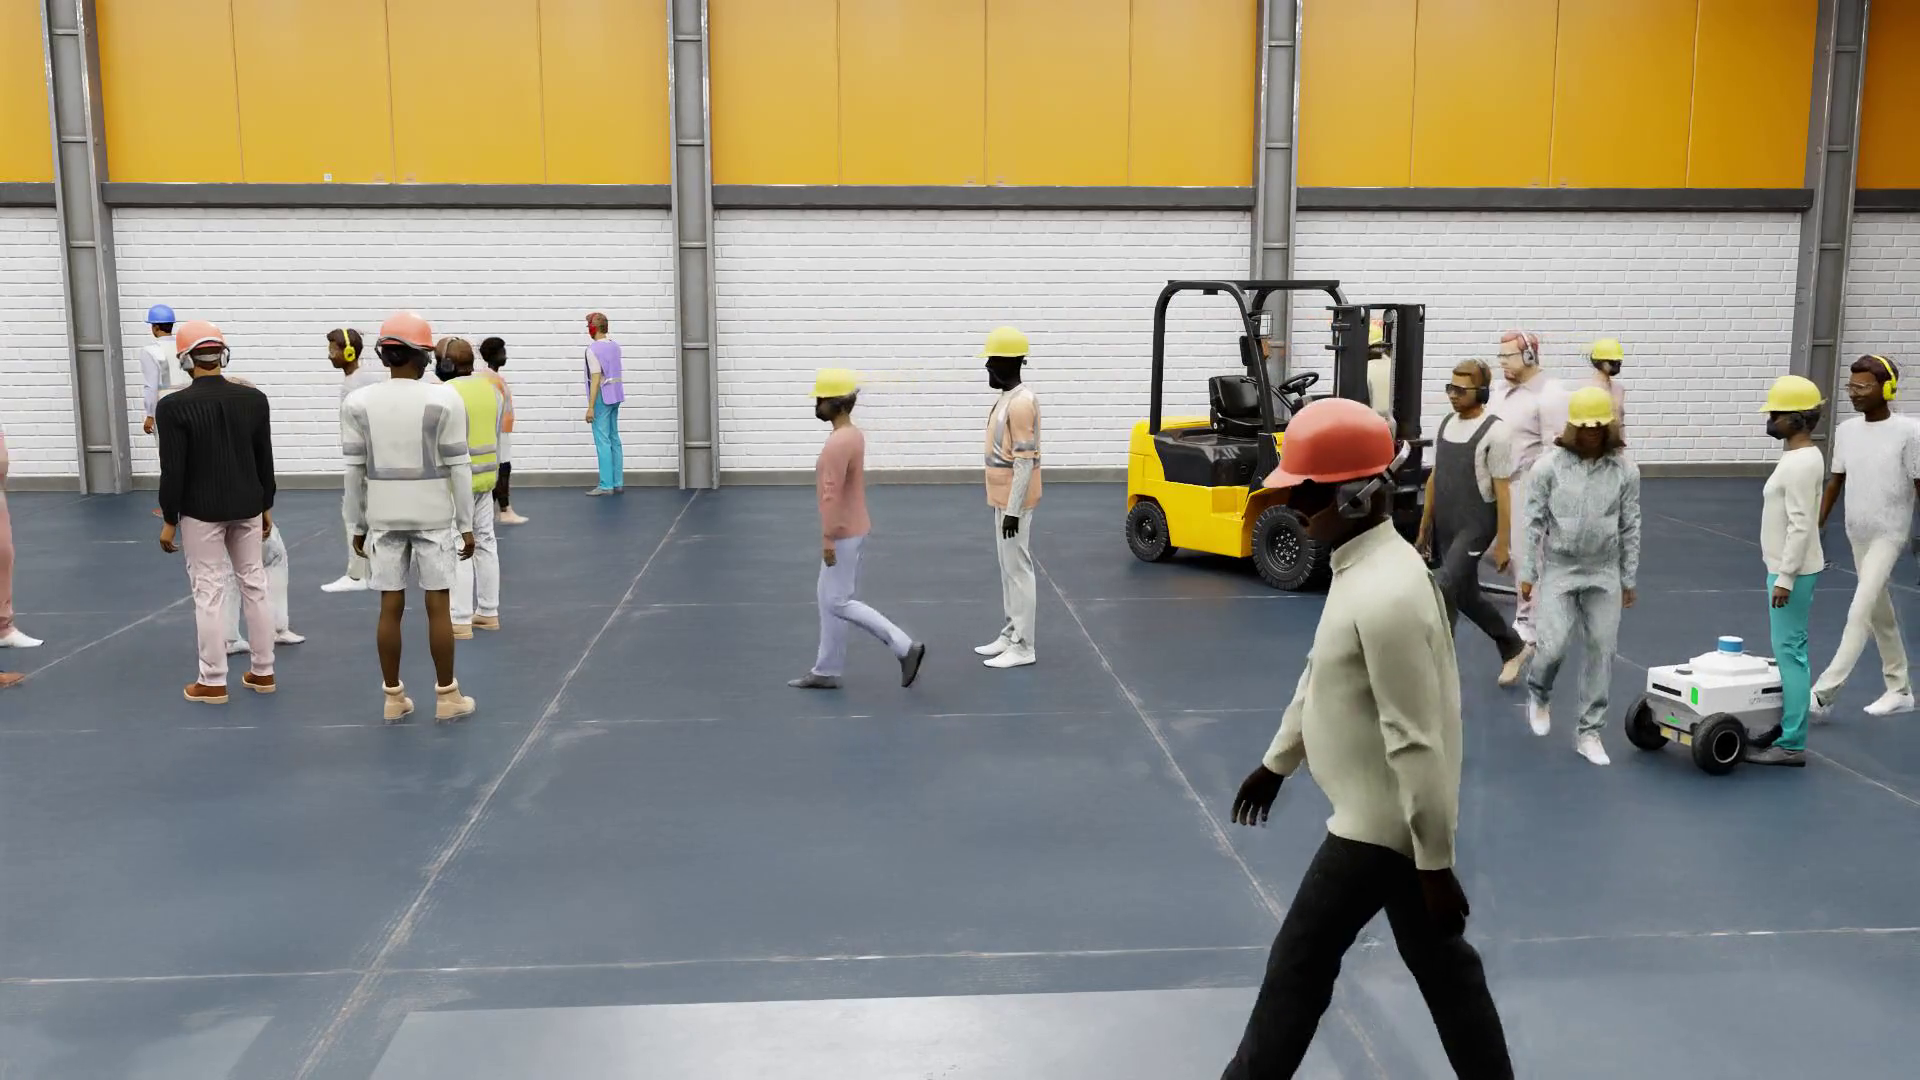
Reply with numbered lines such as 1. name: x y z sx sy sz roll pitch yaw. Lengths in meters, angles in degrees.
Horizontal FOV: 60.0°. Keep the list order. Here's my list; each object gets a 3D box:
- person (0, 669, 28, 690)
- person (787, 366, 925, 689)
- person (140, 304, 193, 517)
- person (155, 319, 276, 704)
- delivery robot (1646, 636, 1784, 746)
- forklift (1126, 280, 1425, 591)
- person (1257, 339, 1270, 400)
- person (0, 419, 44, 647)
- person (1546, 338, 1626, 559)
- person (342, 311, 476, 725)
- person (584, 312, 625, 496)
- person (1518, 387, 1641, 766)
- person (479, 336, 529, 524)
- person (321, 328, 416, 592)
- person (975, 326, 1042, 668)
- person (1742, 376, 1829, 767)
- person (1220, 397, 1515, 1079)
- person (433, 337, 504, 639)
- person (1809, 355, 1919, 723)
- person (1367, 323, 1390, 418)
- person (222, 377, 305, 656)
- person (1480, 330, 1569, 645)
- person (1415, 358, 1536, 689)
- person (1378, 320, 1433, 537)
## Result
1. person: -5.575 -0.122 8.795 0.996 1.900 0.644 -1 9 -9
2. person: -0.556 -0.042 8.748 0.703 1.743 0.530 1 9 7
3. person: -7.239 -1.181 15.261 0.401 1.949 0.605 4 10 21
4. person: -3.864 -0.146 8.650 0.393 1.985 0.611 7 11 38
5. delivery robot: 3.514 0.685 7.611 0.707 0.478 0.477 -3 10 -19
6. forklift: 2.301 -0.860 12.475 1.214 2.155 2.313 -6 11 -35
7. person: 2.932 -1.183 16.306 0.461 1.615 0.514 1 9 8
8. person: -5.872 -0.263 9.725 0.700 1.882 0.673 -1 9 -5
9. person: 4.920 -0.704 12.936 0.527 1.740 0.811 -7 11 -36
10. person: -2.699 -0.104 8.214 0.615 2.038 0.395 0 9 0
11. person: -3.564 -1.356 16.688 0.373 1.841 0.570 2 9 15
12. person: 2.815 0.151 7.588 0.518 1.717 0.497 1 9 6
13. person: -4.174 -0.959 14.715 0.583 1.681 0.540 -2 9 -12
14. person: -4.175 -0.556 11.631 0.592 1.851 0.557 -3 9 -17
15. person: 0.278 -0.241 9.426 0.364 1.928 0.586 -1 9 -6
16. person: 3.734 0.141 7.542 0.323 1.765 0.534 5 10 28
17. person: 0.896 0.632 3.925 1.060 1.924 0.608 3 9 16
18. person: -3.057 -0.318 10.182 0.429 1.841 0.633 4 10 21
19. person: 4.445 0.006 8.210 0.961 1.821 0.528 -2 9 -15
20. person: 3.273 -0.814 13.329 0.588 1.831 0.404 -5 10 -28
21. person: -4.175 -0.145 9.764 0.531 1.611 0.618 4 10 24
22. person: 3.367 -0.305 9.952 0.472 1.887 0.722 -3 9 -17
23. person: 2.683 -0.054 8.672 0.929 1.803 0.519 -4 10 -21
24. person: 3.522 -0.959 14.091 1.028 1.887 0.560 0 9 3
